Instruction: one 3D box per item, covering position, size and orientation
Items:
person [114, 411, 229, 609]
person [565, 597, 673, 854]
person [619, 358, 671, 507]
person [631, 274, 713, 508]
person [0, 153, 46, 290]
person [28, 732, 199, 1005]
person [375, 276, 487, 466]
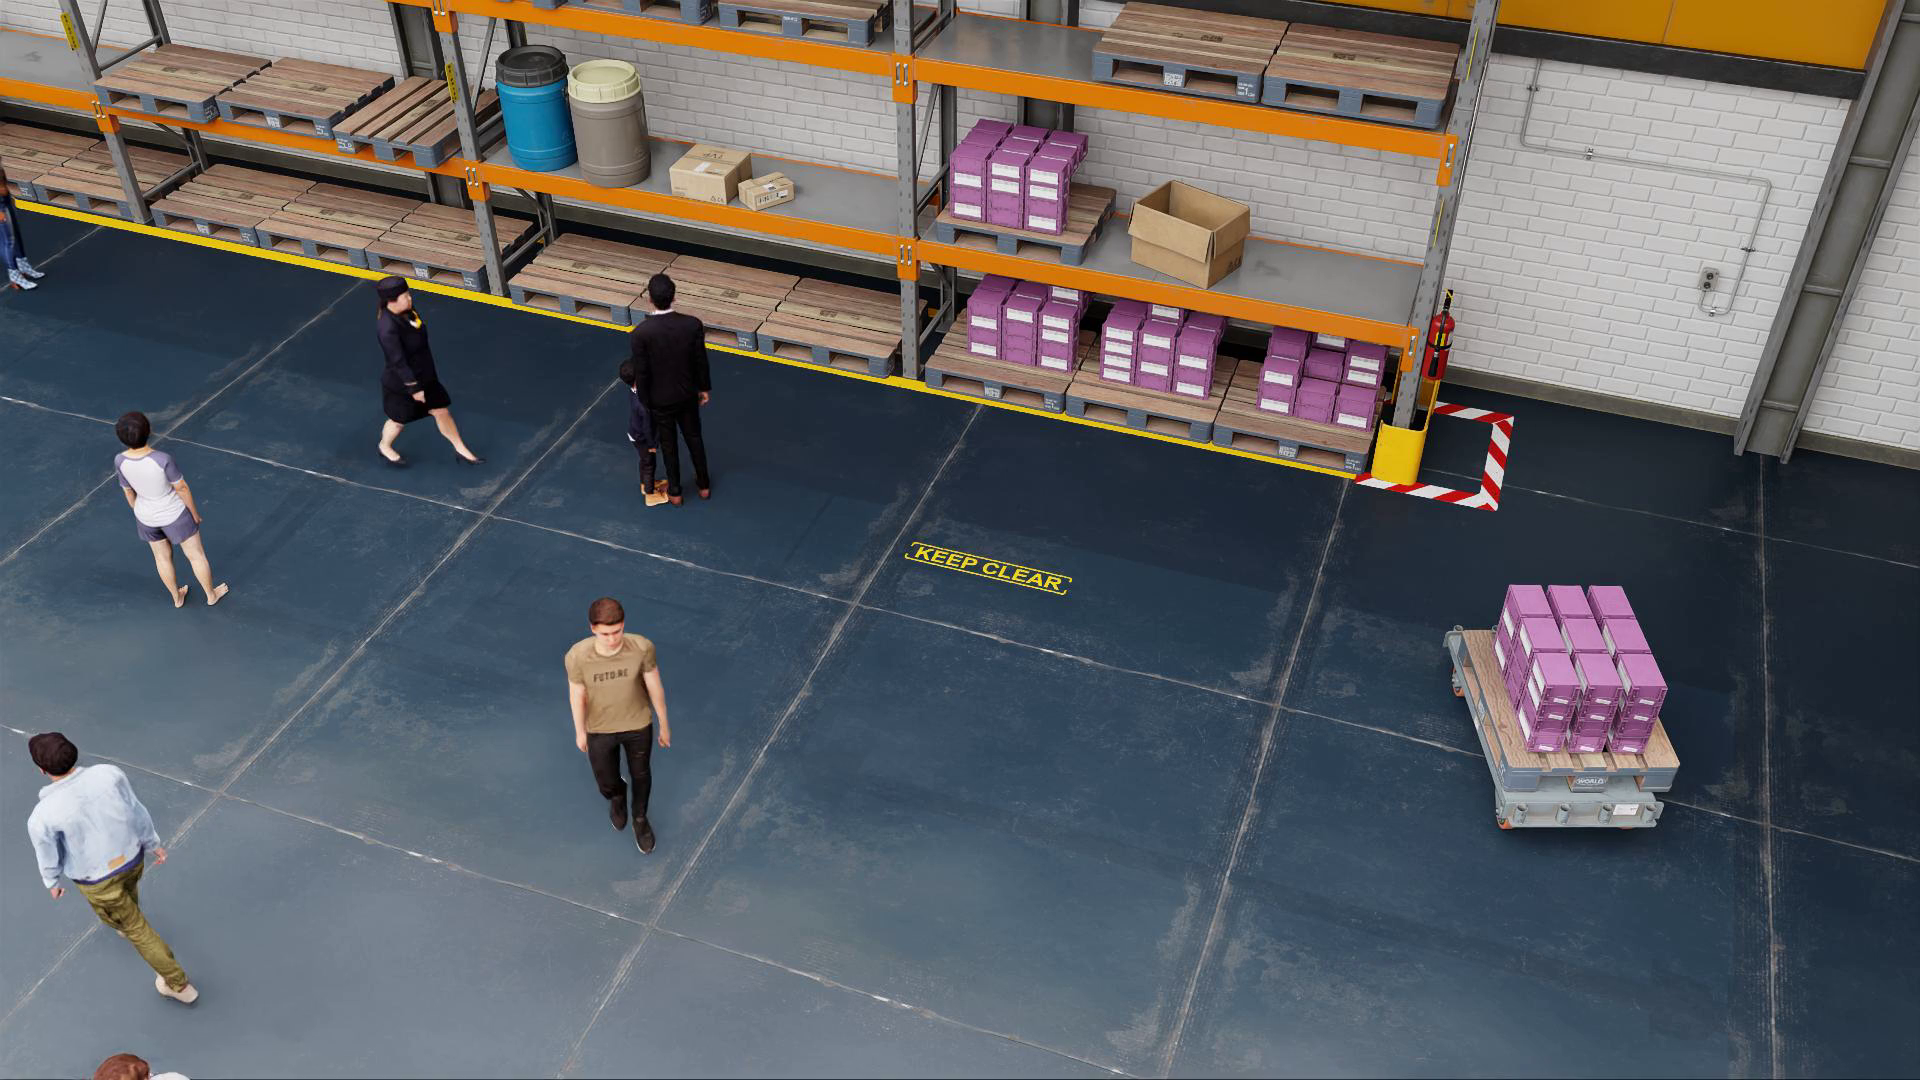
[{"bbox_3d":[-5.388,-0.202,11.249,0.576,1.565,0.699,-2,39,-2],"label":"person"},{"bbox_3d":[-1.961,0.997,9.525,0.837,1.843,0.908,-10,40,-13],"label":"person"},{"bbox_3d":[-2.336,-0.807,12.280,0.621,1.224,0.579,-10,40,-12],"label":"person"},{"bbox_3d":[-2.098,-1.054,12.093,0.755,1.843,0.812,-19,42,-23],"label":"person"},{"bbox_3d":[-8.497,-2.985,14.689,0.717,1.622,0.699,-7,39,-9],"label":"person"},{"bbox_3d":[-4.371,1.747,8.650,1.229,1.764,0.847,21,43,24],"label":"person"},{"bbox_3d":[-4.187,-1.186,12.431,1.138,1.628,0.848,4,39,5],"label":"person"}]
